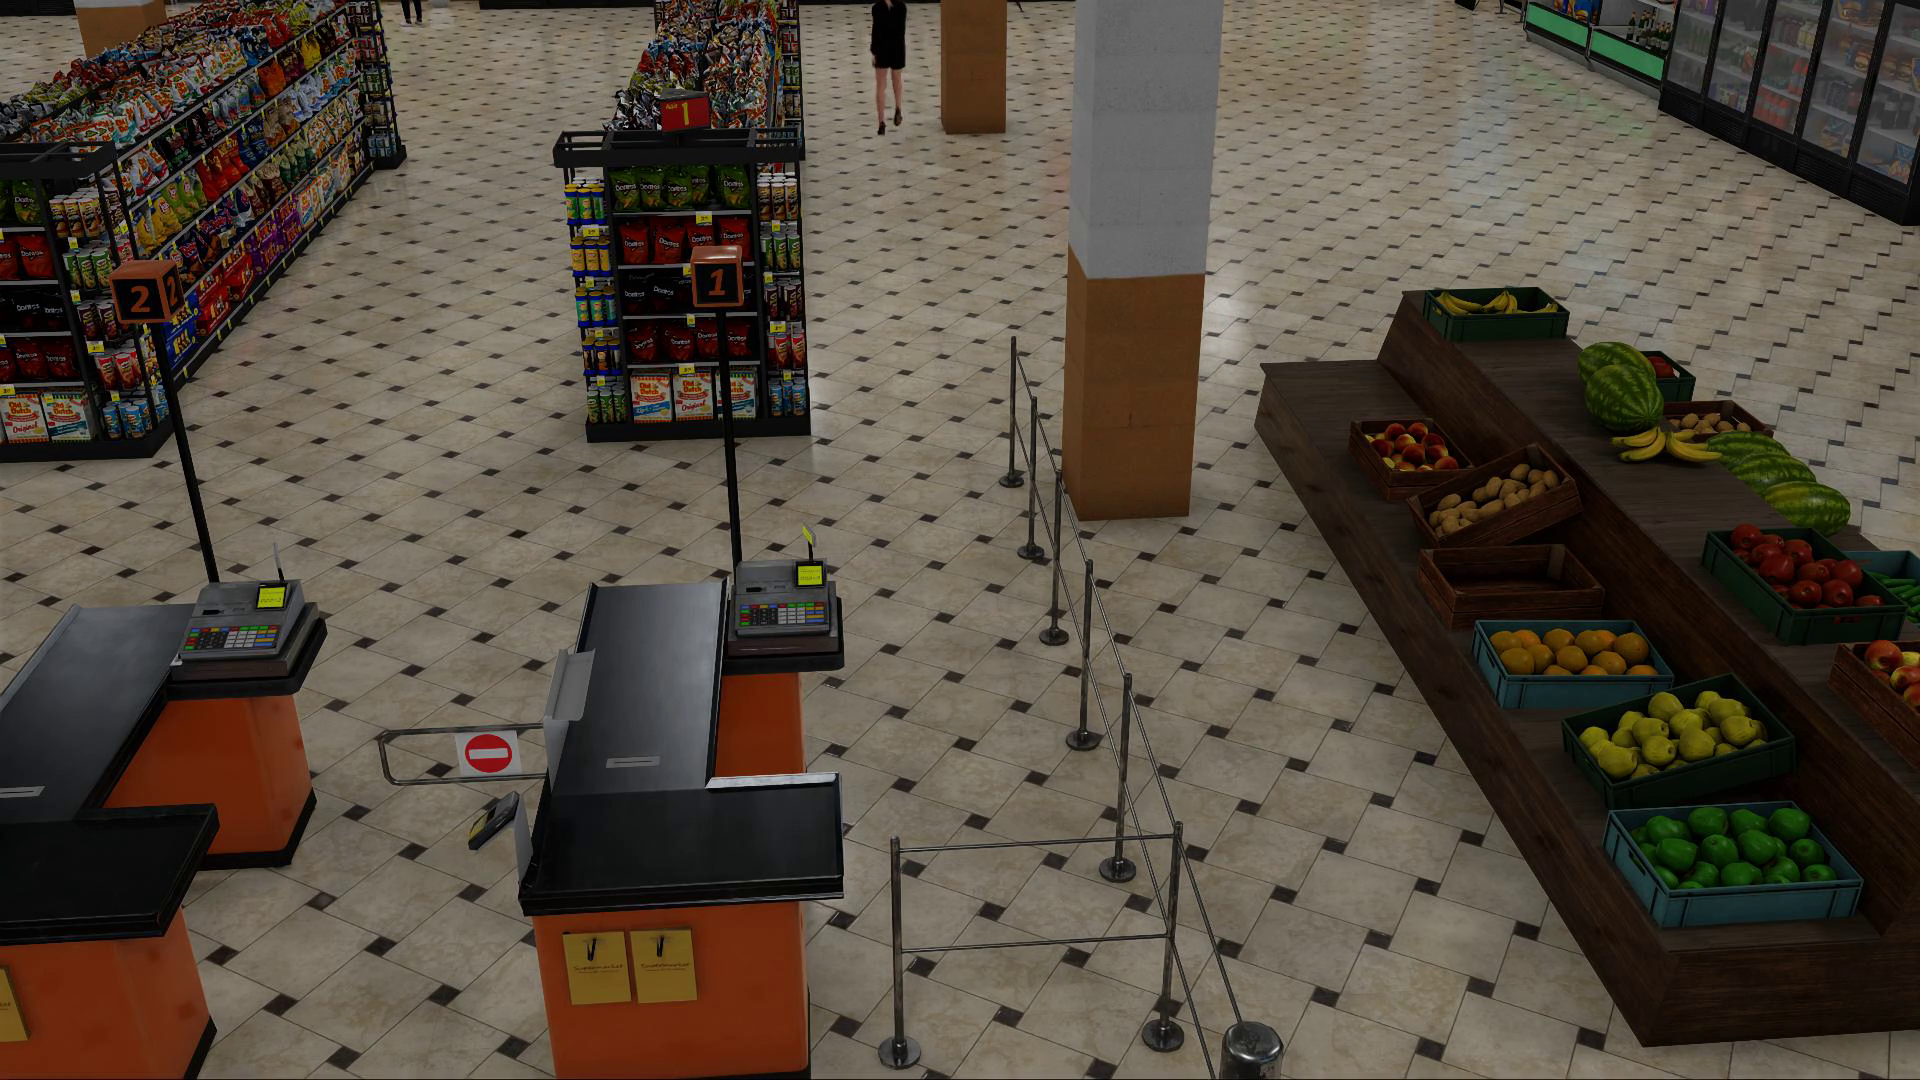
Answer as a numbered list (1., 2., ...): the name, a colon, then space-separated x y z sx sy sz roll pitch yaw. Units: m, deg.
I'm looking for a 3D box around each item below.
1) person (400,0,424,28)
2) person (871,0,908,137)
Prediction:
1. person: -8.467 -8.685 25.360 0.697 1.629 0.651 24 36 39
2. person: -0.767 -5.492 18.932 0.663 1.748 0.712 -11 29 -21
